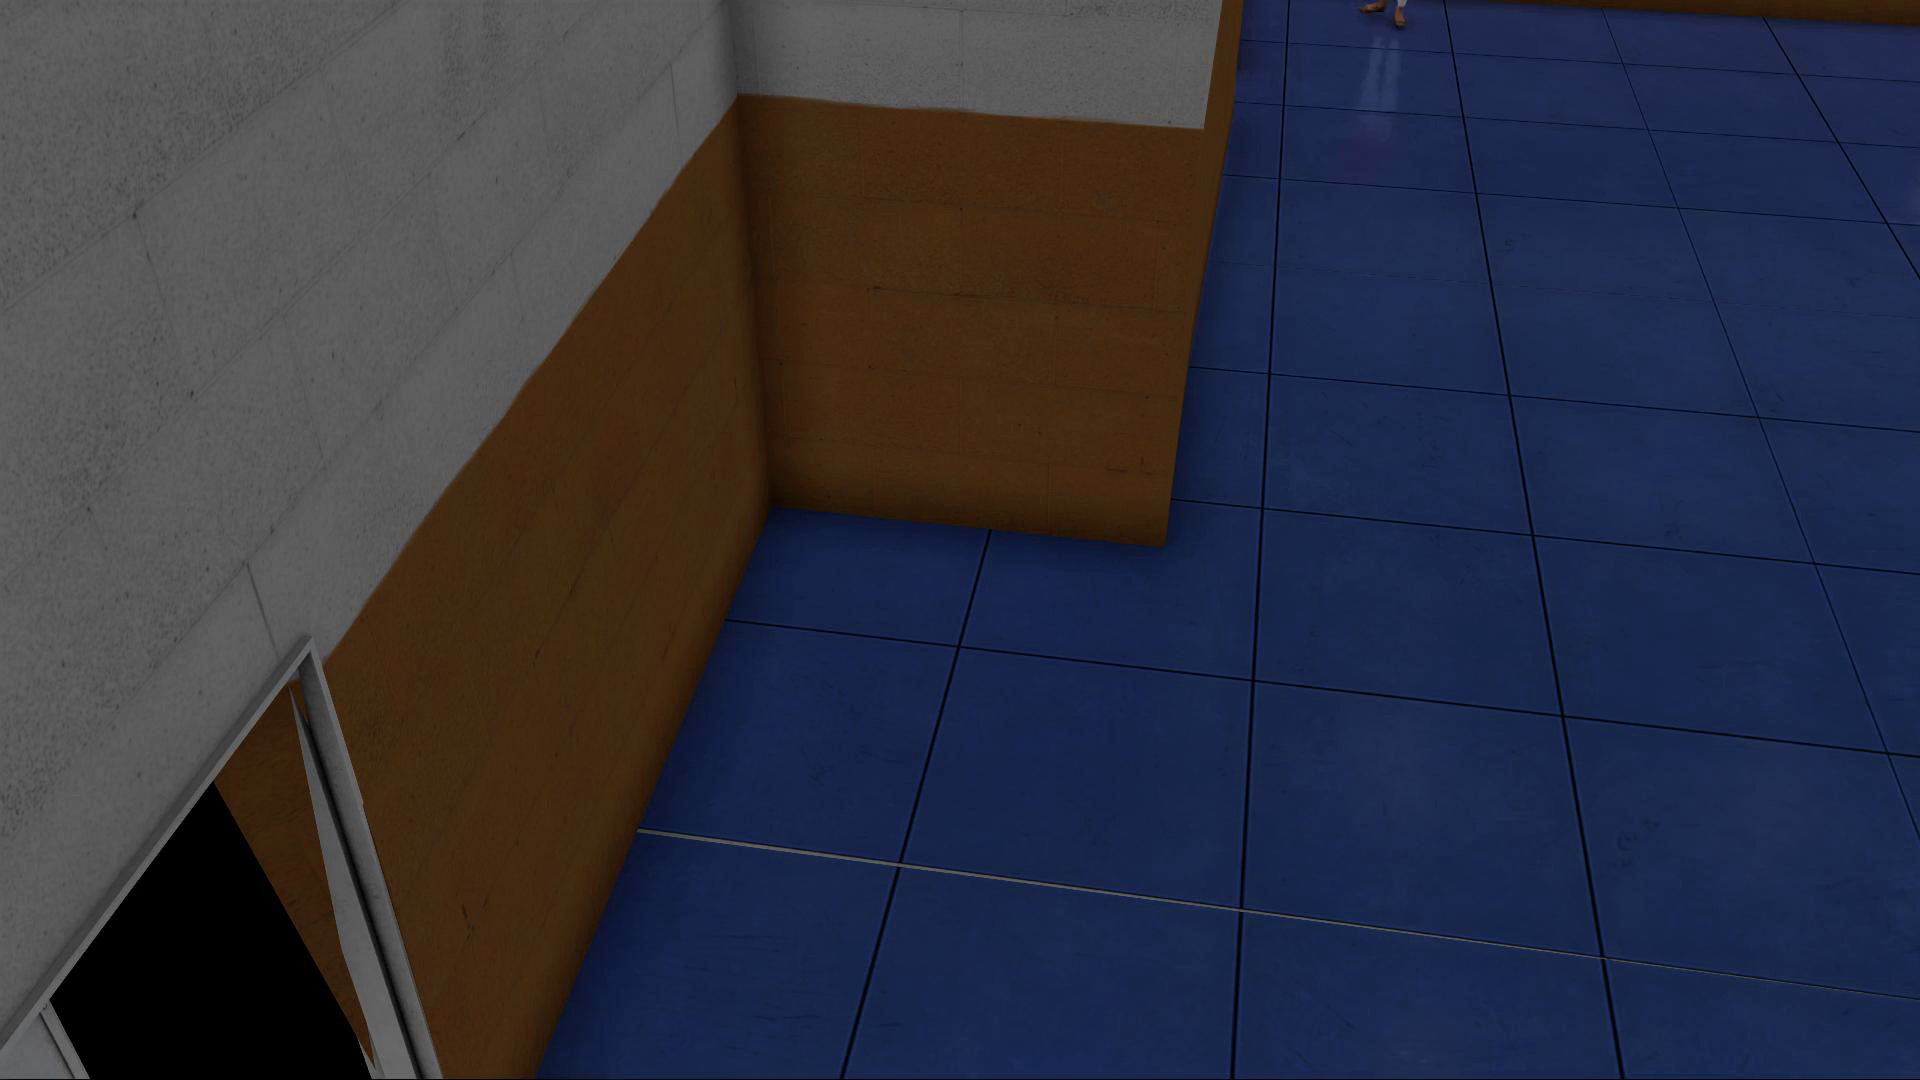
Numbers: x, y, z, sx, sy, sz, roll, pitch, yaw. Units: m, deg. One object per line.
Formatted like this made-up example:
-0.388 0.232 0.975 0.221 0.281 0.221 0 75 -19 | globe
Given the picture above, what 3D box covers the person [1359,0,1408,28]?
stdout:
3.669 -5.030 13.573 0.717 1.657 0.870 31 46 34 | person
